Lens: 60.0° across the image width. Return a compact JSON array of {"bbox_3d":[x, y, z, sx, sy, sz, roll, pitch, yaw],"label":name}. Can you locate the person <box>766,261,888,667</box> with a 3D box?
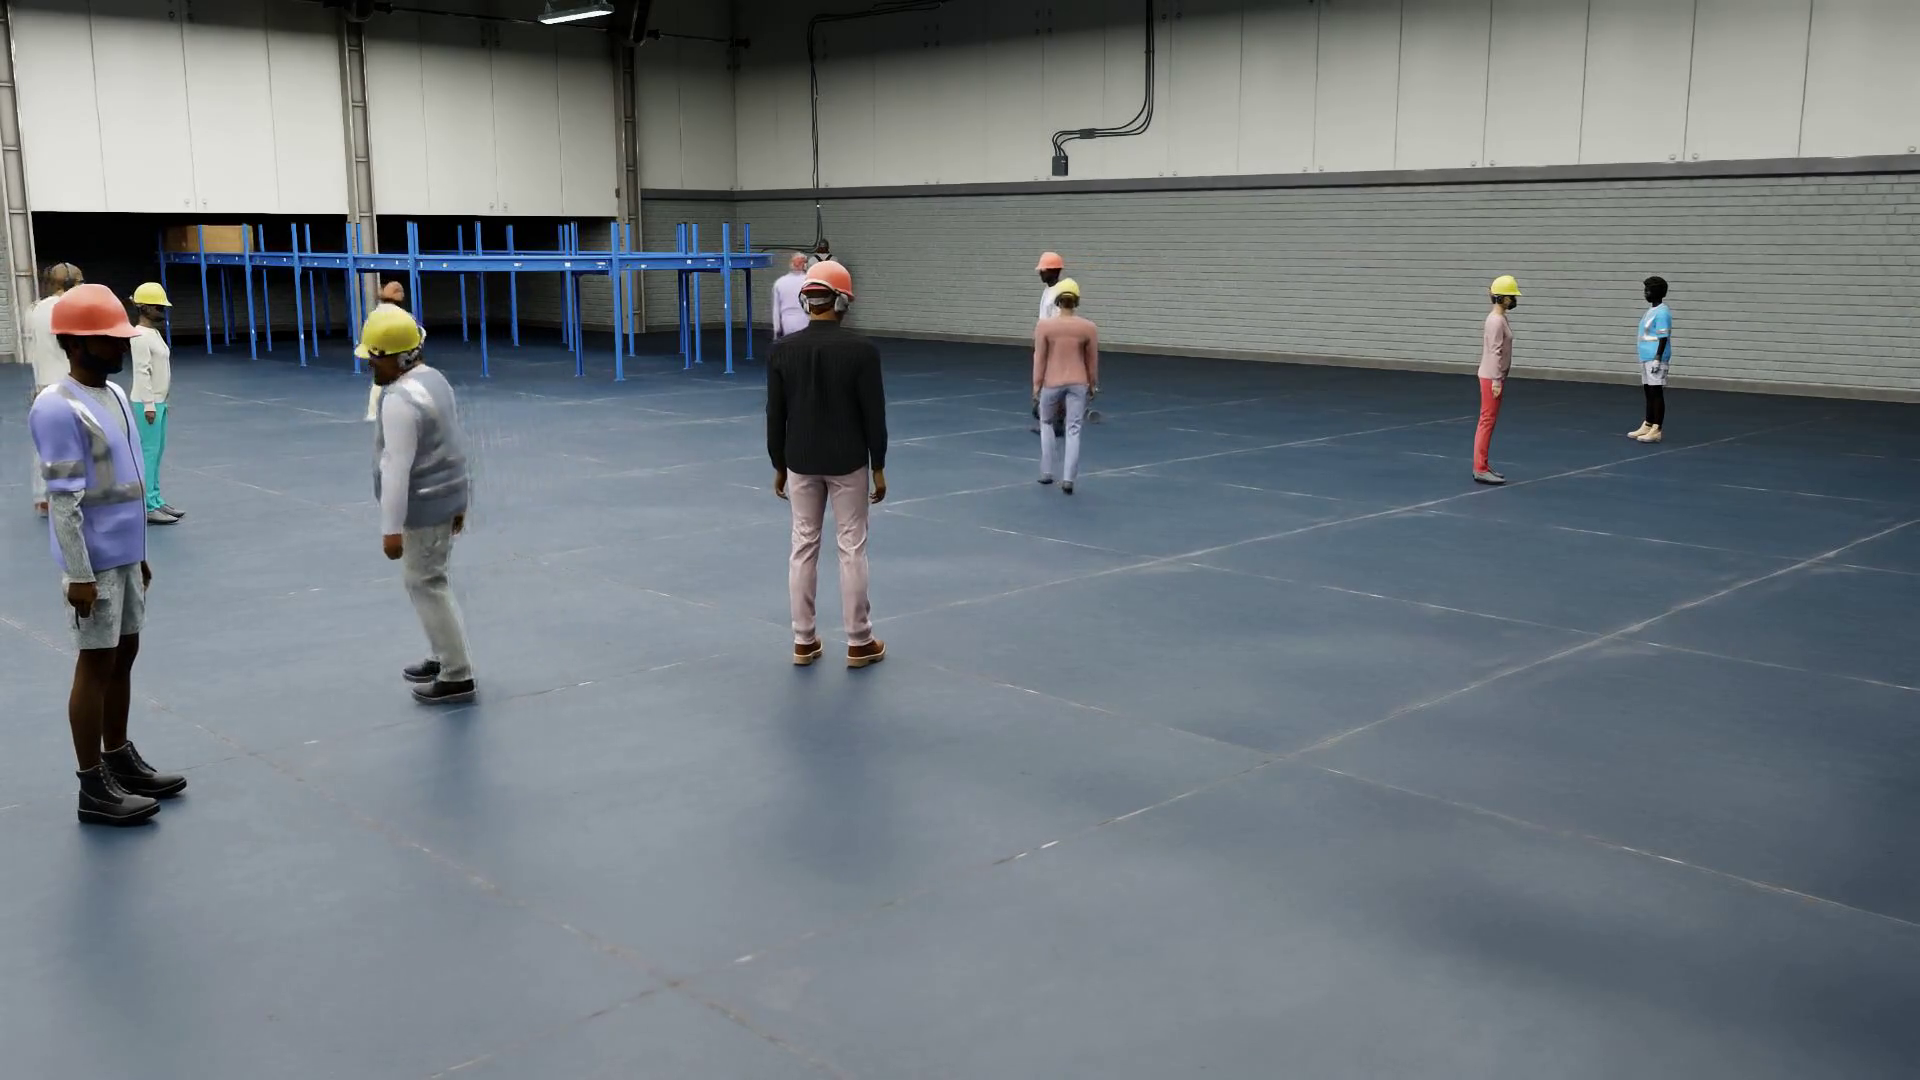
[{"bbox_3d":[-0.645,-0.372,8.206,0.611,1.985,0.393,3,11,14],"label":"person"}]

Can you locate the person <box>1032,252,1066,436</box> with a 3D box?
[{"bbox_3d":[0.963,-2.082,17.666,0.375,1.936,0.550,-2,11,-13],"label":"person"}]

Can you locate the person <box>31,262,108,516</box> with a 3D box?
[{"bbox_3d":[-6.714,-1.170,12.792,0.663,1.894,0.966,8,13,38],"label":"person"}]

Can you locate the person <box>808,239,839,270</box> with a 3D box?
[{"bbox_3d":[-2.871,-5.303,35.061,0.682,2.000,0.537,-1,10,-7],"label":"person"}]

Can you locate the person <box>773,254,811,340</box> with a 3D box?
[{"bbox_3d":[-2.002,-2.724,21.367,0.679,1.854,0.979,4,11,20],"label":"person"}]

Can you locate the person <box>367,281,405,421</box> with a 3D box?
[{"bbox_3d":[-6.441,-2.153,19.001,0.506,1.585,0.849,8,13,37],"label":"person"}]

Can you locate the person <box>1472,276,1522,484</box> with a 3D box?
[{"bbox_3d":[4.624,-1.380,14.305,0.327,1.767,0.533,3,11,16],"label":"person"}]

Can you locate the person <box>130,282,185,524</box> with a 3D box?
[{"bbox_3d":[-5.957,-1.018,12.333,0.329,1.765,0.533,-3,11,-15],"label":"person"}]

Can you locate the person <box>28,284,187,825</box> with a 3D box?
[{"bbox_3d":[-3.093,0.046,6.058,0.360,1.935,0.552,-1,10,-5],"label":"person"}]

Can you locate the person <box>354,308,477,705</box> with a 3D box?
[{"bbox_3d":[-2.427,-0.138,7.451,0.444,1.796,0.638,0,10,-2],"label":"person"}]

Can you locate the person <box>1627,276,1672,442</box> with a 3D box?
[{"bbox_3d":[7.136,-1.861,17.128,0.319,1.692,0.533,1,10,7],"label":"person"}]

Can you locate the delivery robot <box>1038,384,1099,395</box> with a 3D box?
[{"bbox_3d":[1.224,-1.770,18.888,0.698,0.223,0.335,-2,11,-11],"label":"delivery robot"}]

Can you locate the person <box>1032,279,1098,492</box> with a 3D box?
[{"bbox_3d":[0.866,-1.297,13.890,0.559,1.740,0.691,-1,10,-5],"label":"person"}]
